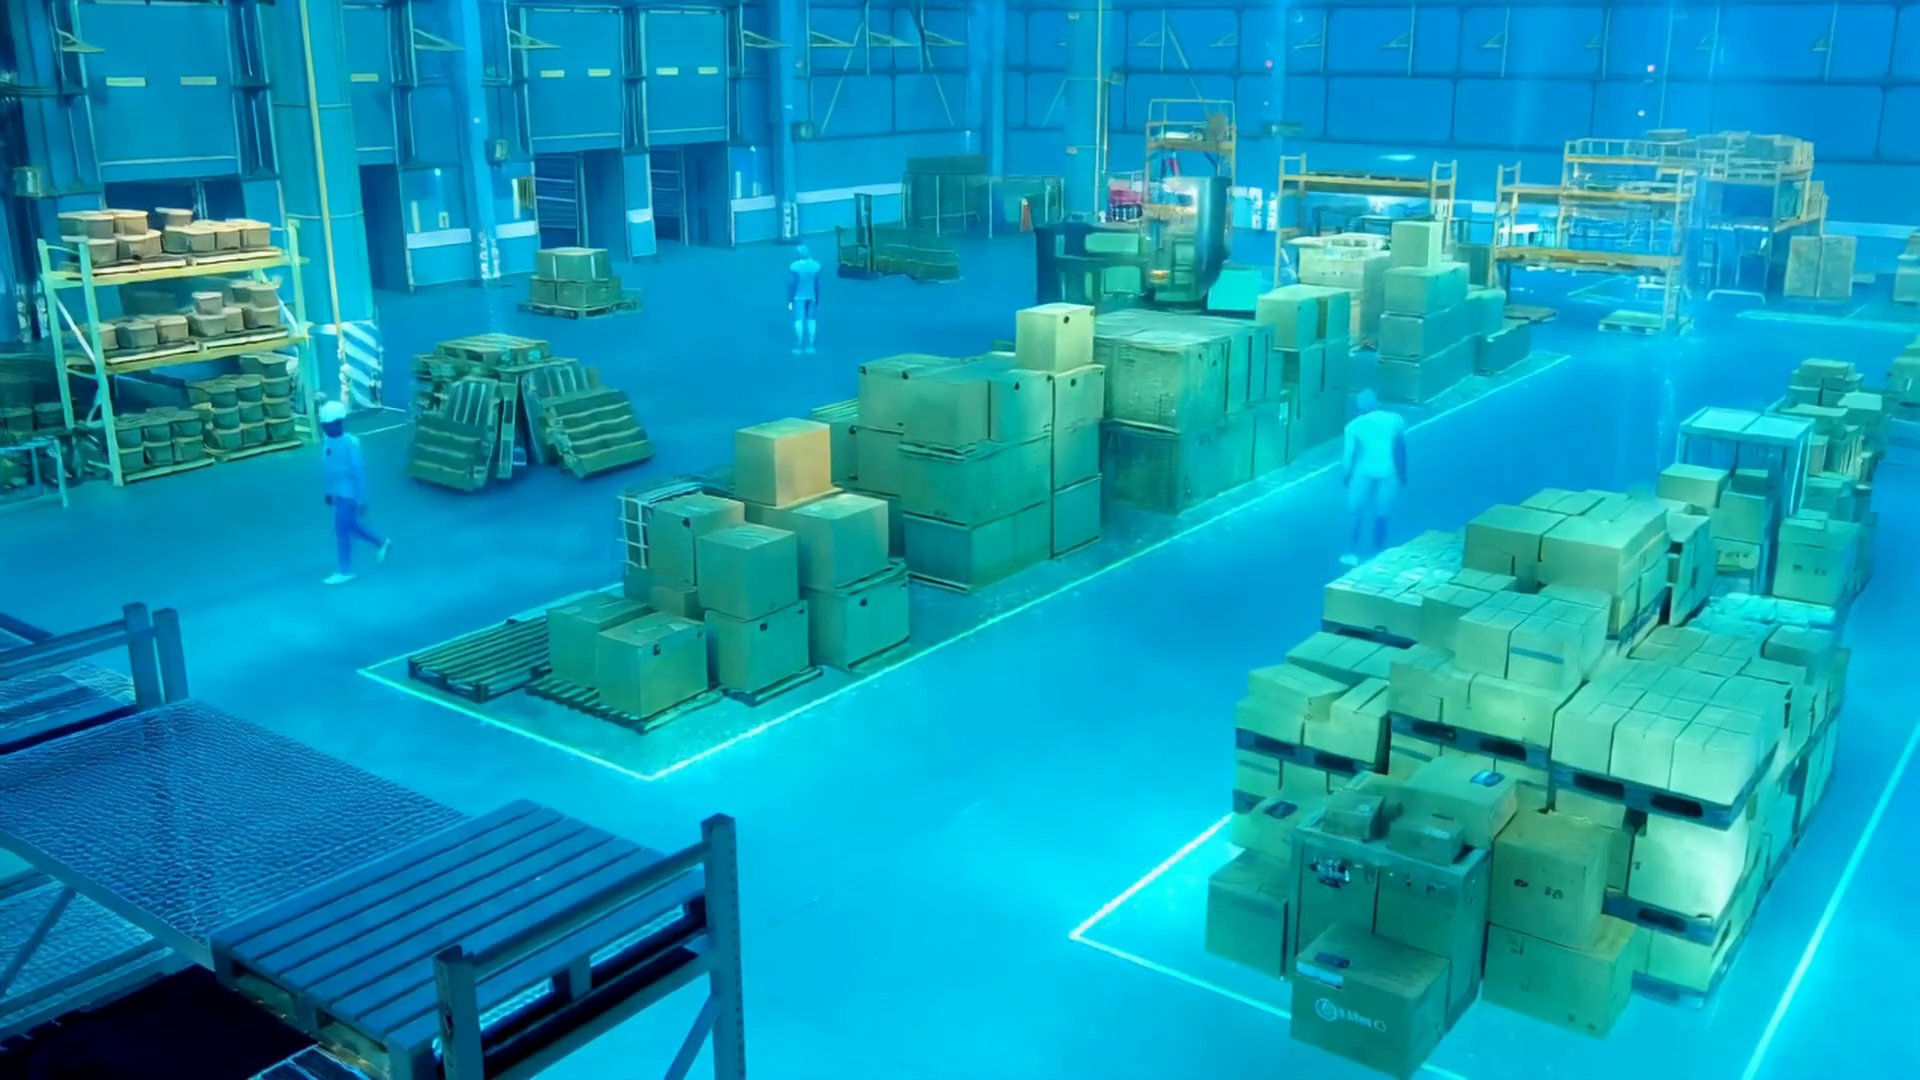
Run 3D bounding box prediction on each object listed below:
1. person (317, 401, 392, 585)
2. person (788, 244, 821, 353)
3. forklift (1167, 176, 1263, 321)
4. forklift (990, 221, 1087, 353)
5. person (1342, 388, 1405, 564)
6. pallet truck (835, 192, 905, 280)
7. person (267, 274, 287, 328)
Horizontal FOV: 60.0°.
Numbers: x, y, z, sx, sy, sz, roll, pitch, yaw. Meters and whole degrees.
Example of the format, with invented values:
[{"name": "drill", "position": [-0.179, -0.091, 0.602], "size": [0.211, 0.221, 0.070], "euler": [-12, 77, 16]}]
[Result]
[{"name": "person", "position": [-6.291, -0.528, 17.181], "size": [0.600, 1.907, 0.749], "euler": [16, 23, 42]}, {"name": "person", "position": [-2.771, -4.294, 29.621], "size": [0.631, 1.931, 0.383], "euler": [-9, 19, -27]}, {"name": "forklift", "position": [5.028, -5.691, 32.619], "size": [1.873, 2.768, 1.129], "euler": [3, 17, 10]}, {"name": "forklift", "position": [1.460, -3.273, 24.613], "size": [1.873, 2.768, 1.129], "euler": [12, 21, 35]}, {"name": "person", "position": [4.402, -0.667, 17.666], "size": [0.699, 1.900, 0.443], "euler": [0, 17, 0]}, {"name": "pallet truck", "position": [-1.936, -7.159, 38.982], "size": [1.885, 1.965, 0.823], "euler": [-12, 21, -34]}, {"name": "person", "position": [-11.590, -3.648, 27.950], "size": [0.884, 1.651, 0.567], "euler": [2, 17, 7]}]
